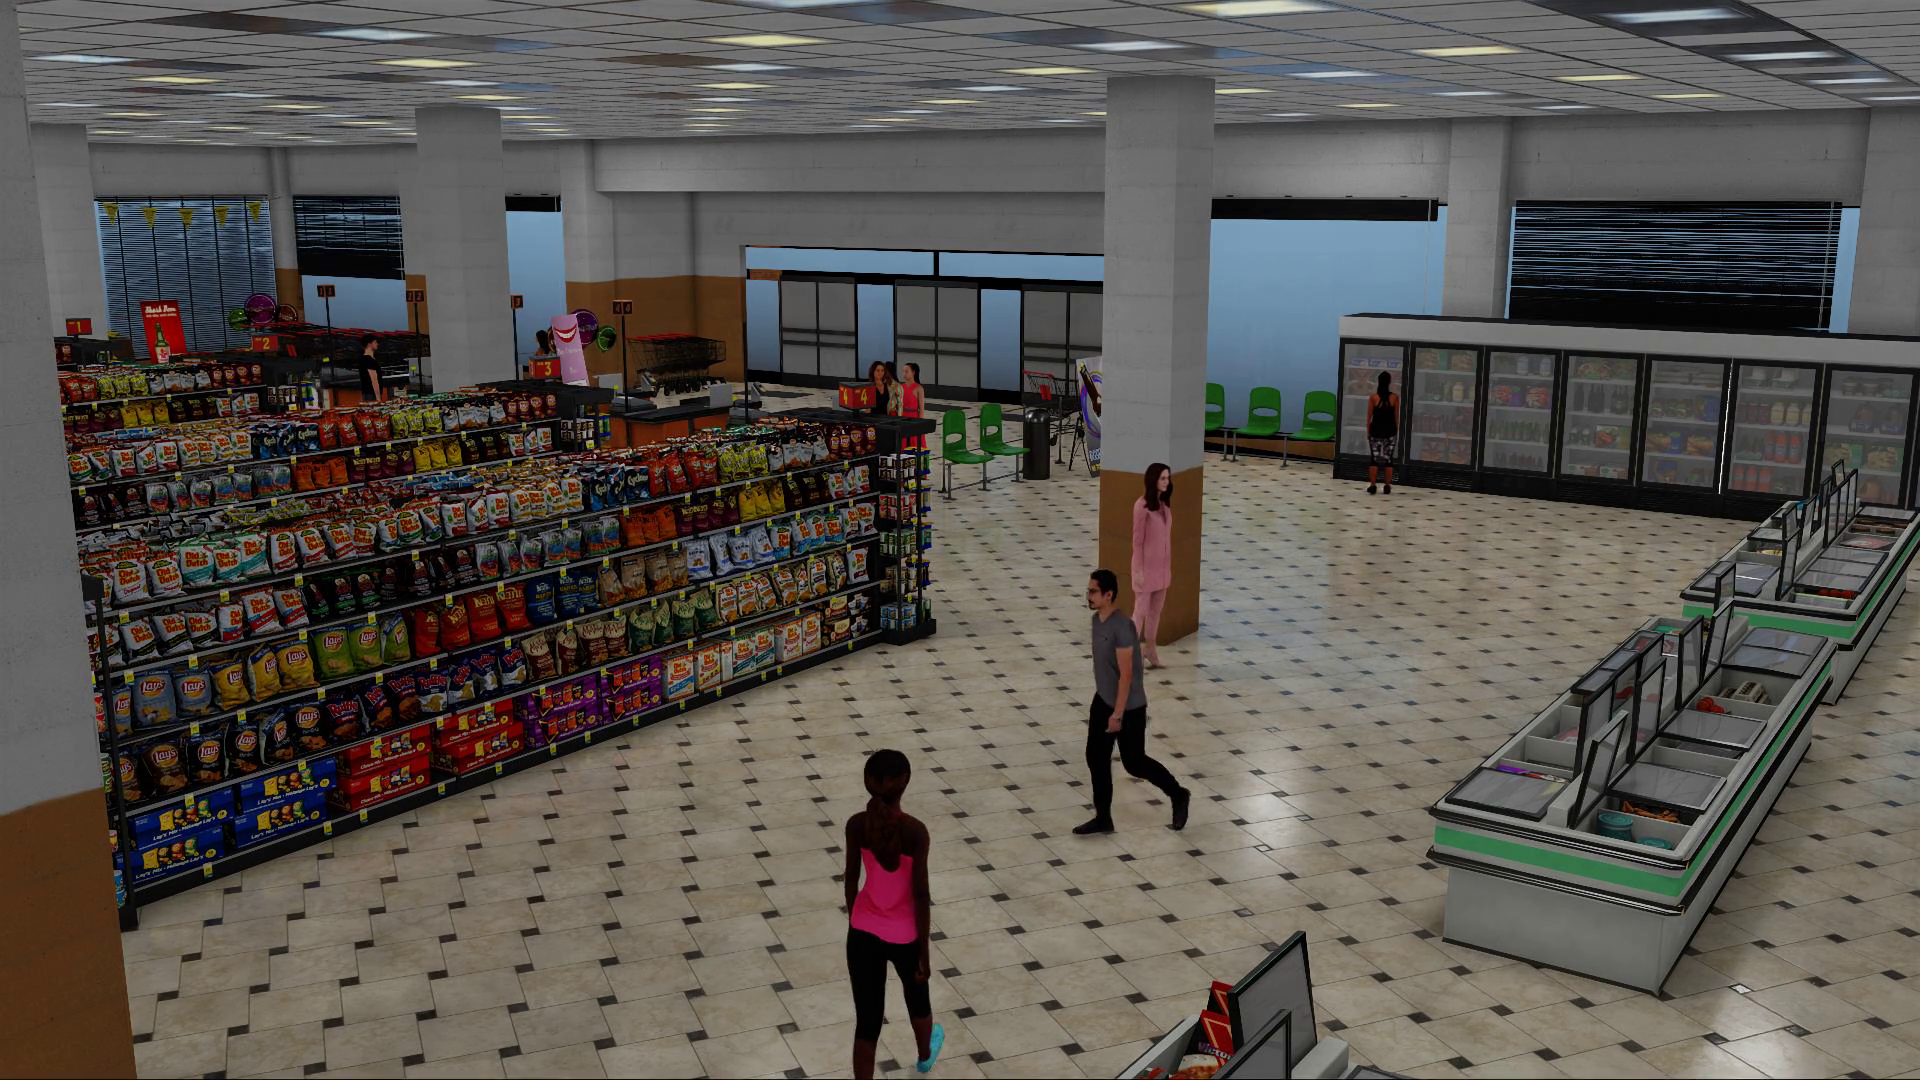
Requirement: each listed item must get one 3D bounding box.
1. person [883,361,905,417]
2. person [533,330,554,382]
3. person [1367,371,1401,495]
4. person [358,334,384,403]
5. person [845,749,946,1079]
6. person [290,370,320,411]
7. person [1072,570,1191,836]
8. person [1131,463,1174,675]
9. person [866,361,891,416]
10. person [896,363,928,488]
[{"bbox_3d":[-0.944,-1.511,22.362,0.607,1.793,0.541,10,15,38],"label":"person"},{"bbox_3d":[-7.267,-2.847,29.066,0.785,1.645,0.664,1,12,3],"label":"person"},{"bbox_3d":[5.706,-1.456,22.415,0.639,1.662,0.633,2,12,11],"label":"person"},{"bbox_3d":[-8.952,-2.183,25.300,0.694,1.897,0.737,-9,15,-35],"label":"person"},{"bbox_3d":[-0.345,1.766,7.082,0.826,1.676,1.154,3,12,16],"label":"person"},{"bbox_3d":[-8.363,-1.336,21.420,0.794,1.838,1.055,5,13,24],"label":"person"},{"bbox_3d":[1.074,1.035,10.451,1.098,1.718,0.911,-7,14,-30],"label":"person"},{"bbox_3d":[1.605,0.231,14.075,0.697,1.799,0.518,12,17,44],"label":"person"},{"bbox_3d":[-1.090,-1.449,21.967,0.681,1.834,0.524,12,17,44],"label":"person"},{"bbox_3d":[-0.682,-1.570,22.802,0.640,1.727,0.601,6,13,27],"label":"person"}]
